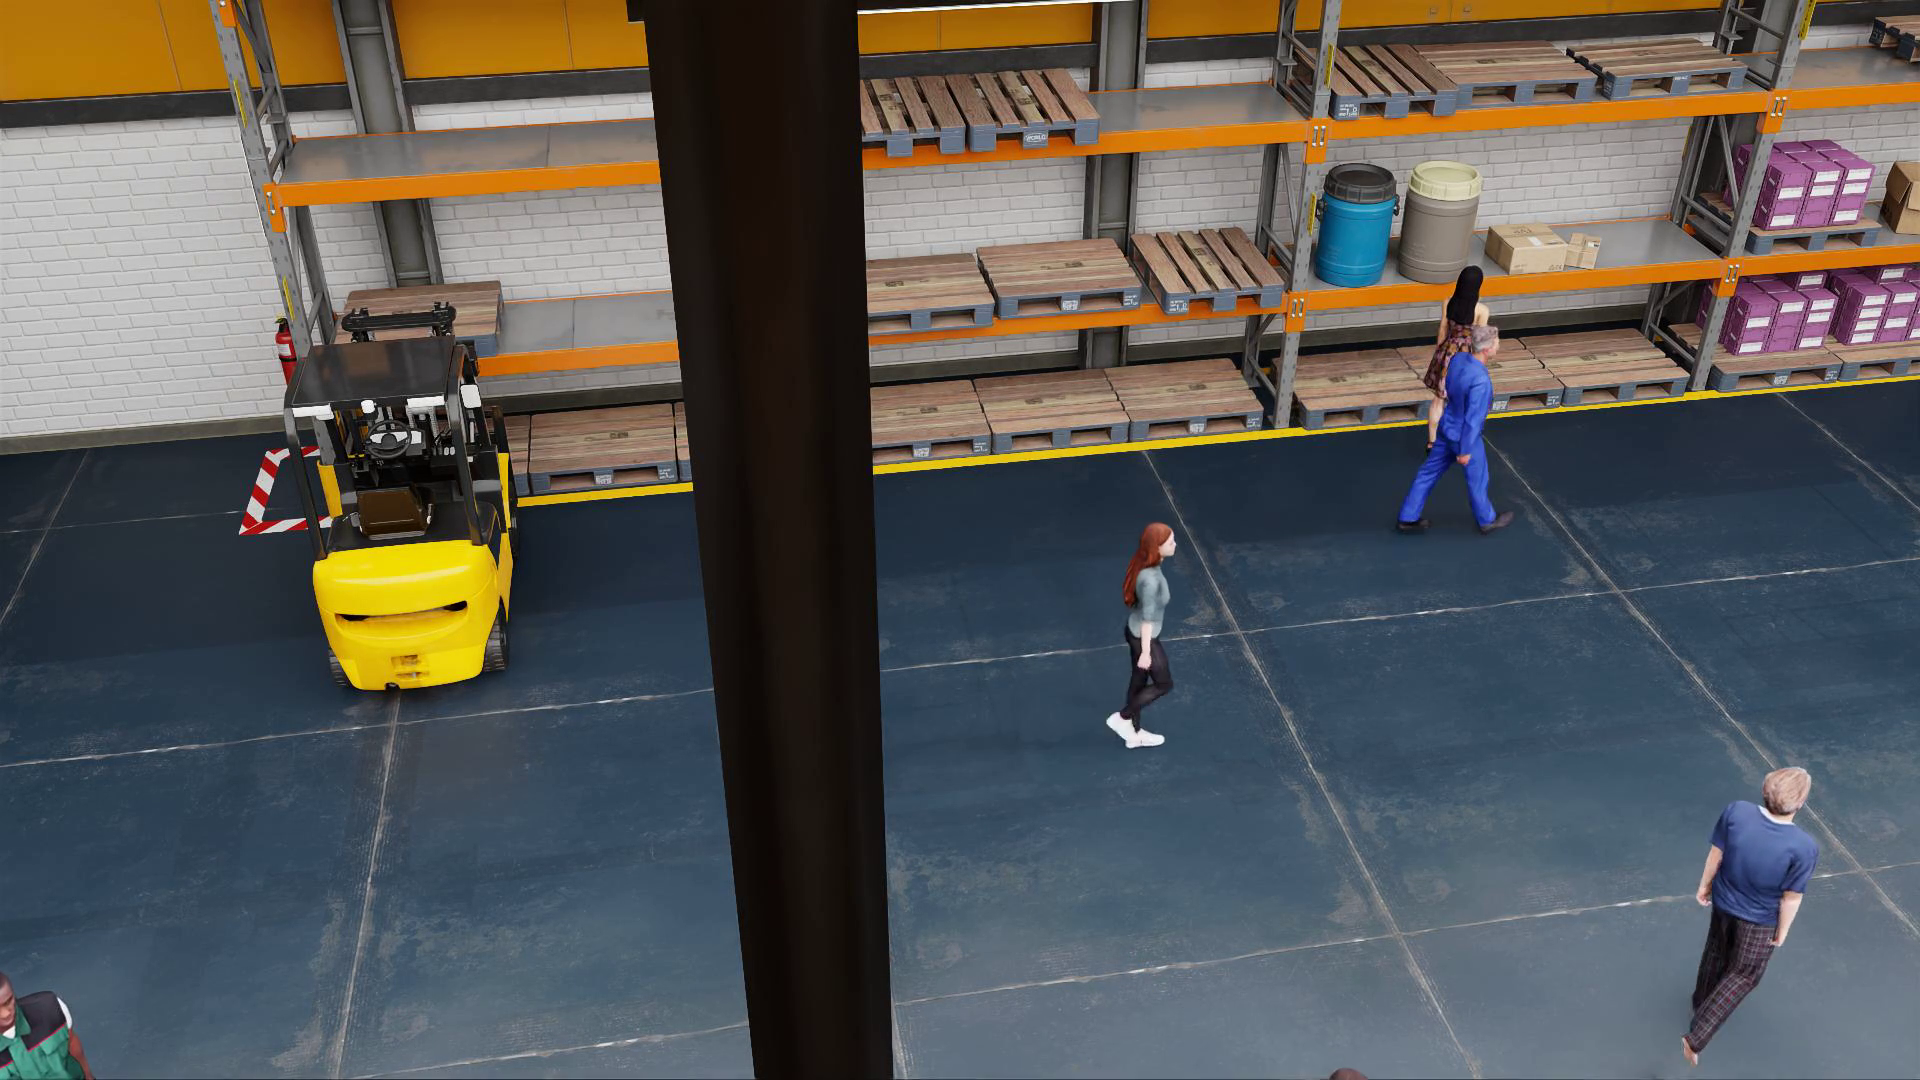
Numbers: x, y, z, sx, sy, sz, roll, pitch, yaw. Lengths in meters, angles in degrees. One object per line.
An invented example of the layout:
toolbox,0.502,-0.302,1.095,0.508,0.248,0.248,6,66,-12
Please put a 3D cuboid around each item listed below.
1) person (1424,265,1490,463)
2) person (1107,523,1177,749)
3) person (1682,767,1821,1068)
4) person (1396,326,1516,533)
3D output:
person,4.125,-1.453,13.803,0.805,1.773,0.859,25,41,32
person,1.115,0.638,10.690,0.685,1.736,0.655,1,34,1
person,4.026,1.952,8.610,1.118,1.852,0.967,-26,41,-33
person,3.763,-0.795,12.807,1.129,1.780,0.761,-5,34,-8
